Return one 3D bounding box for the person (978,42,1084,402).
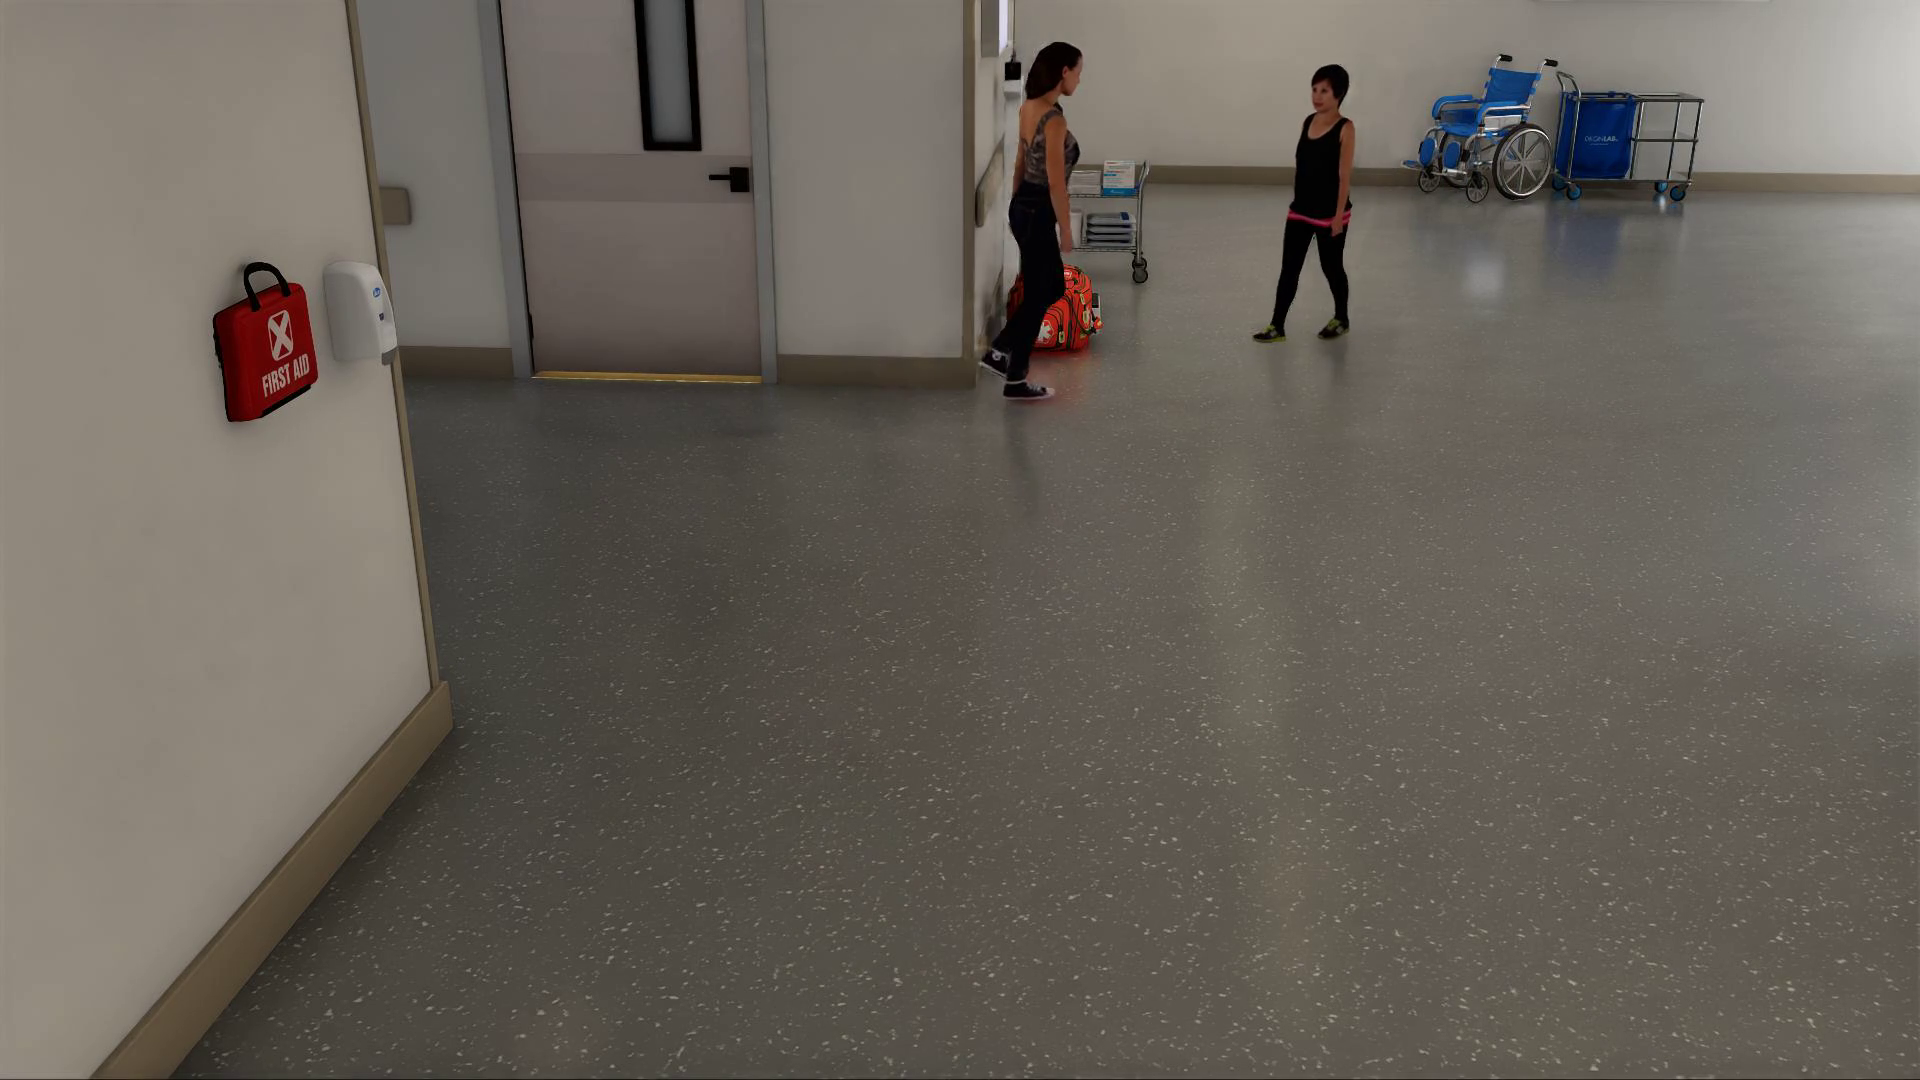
[{"bbox_3d":[0.286,-1.493,8.052,0.822,1.742,0.747,-7,22,-18],"label":"person"}]

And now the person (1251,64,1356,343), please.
[{"bbox_3d":[2.068,-1.856,9.315,0.948,1.527,0.907,-15,25,-34],"label":"person"}]
